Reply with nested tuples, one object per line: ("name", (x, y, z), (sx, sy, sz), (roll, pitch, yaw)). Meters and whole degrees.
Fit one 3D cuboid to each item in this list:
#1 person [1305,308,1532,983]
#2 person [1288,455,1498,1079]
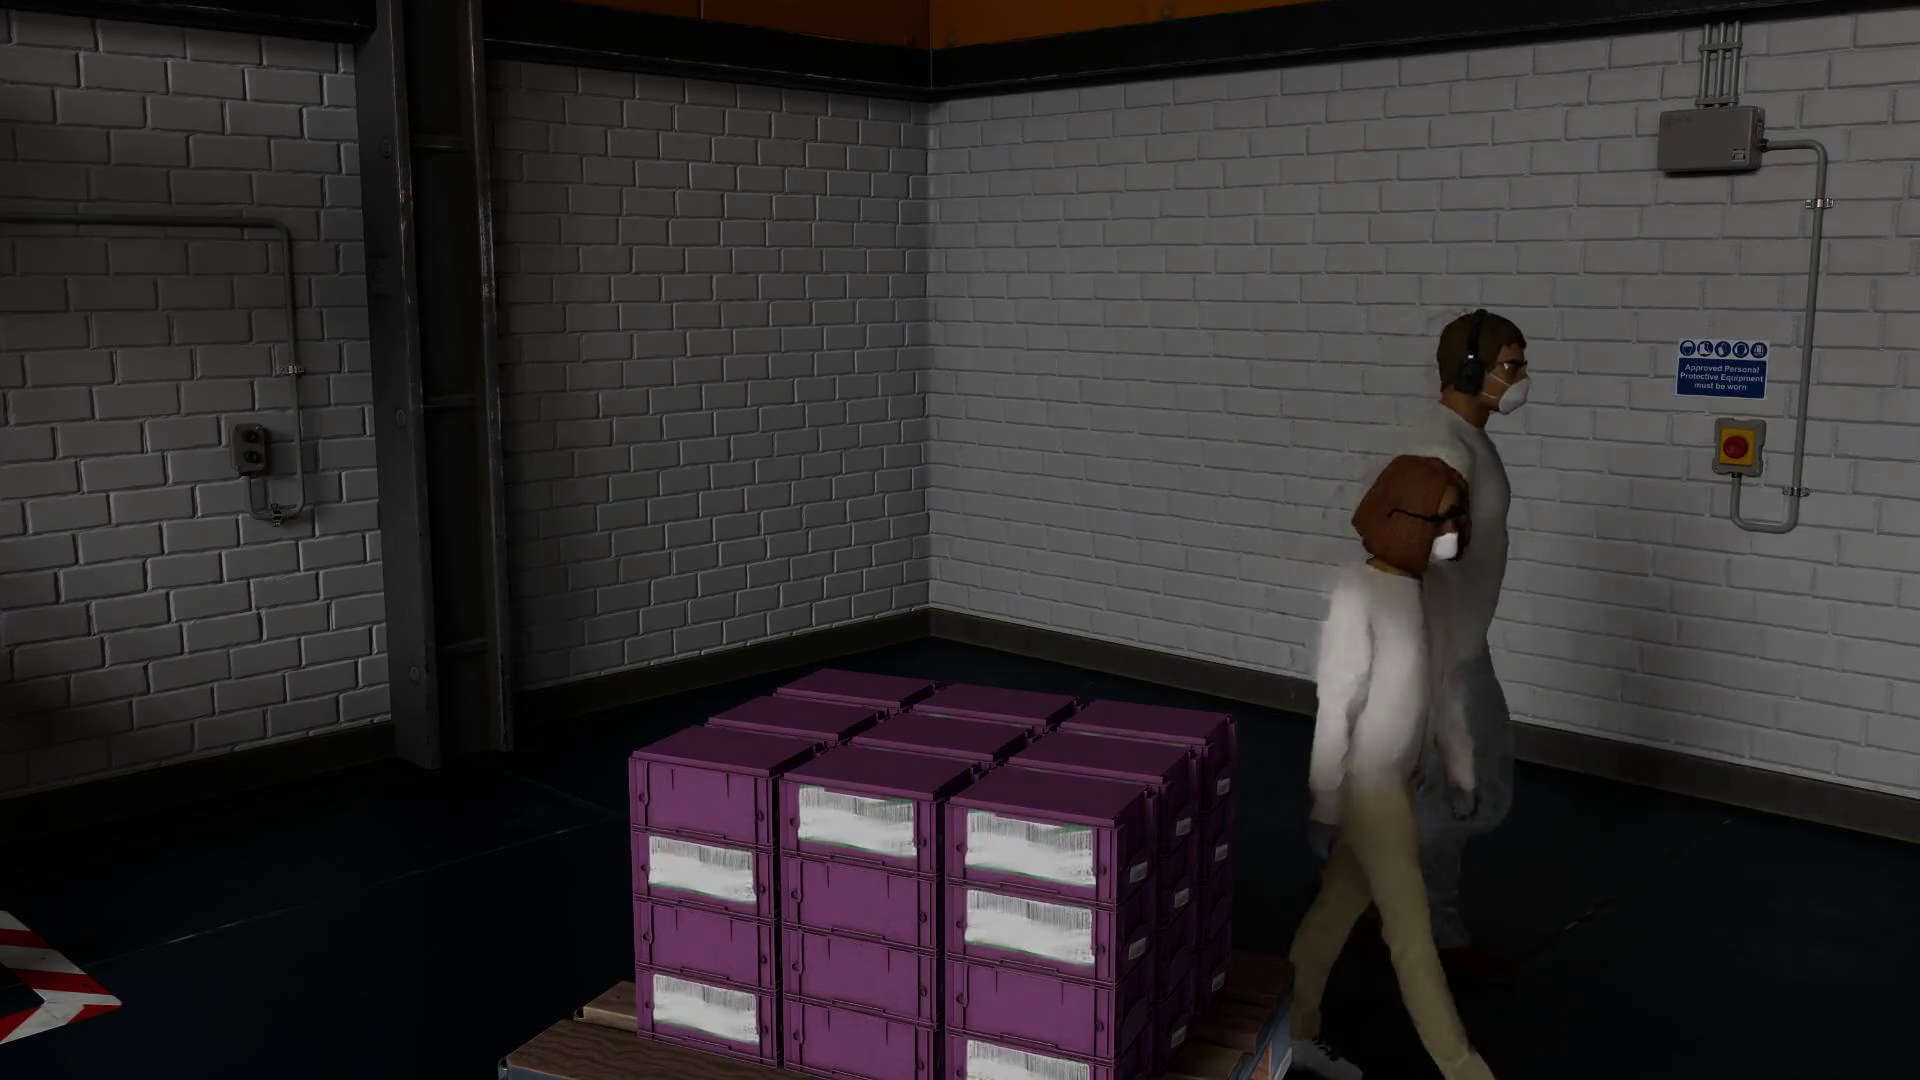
("person", (1.339, 0.320, 4.647), (0.487, 1.923, 0.634), (3, 10, 18))
("person", (1.072, 0.595, 3.924), (0.807, 1.584, 0.522), (7, 12, 37))
